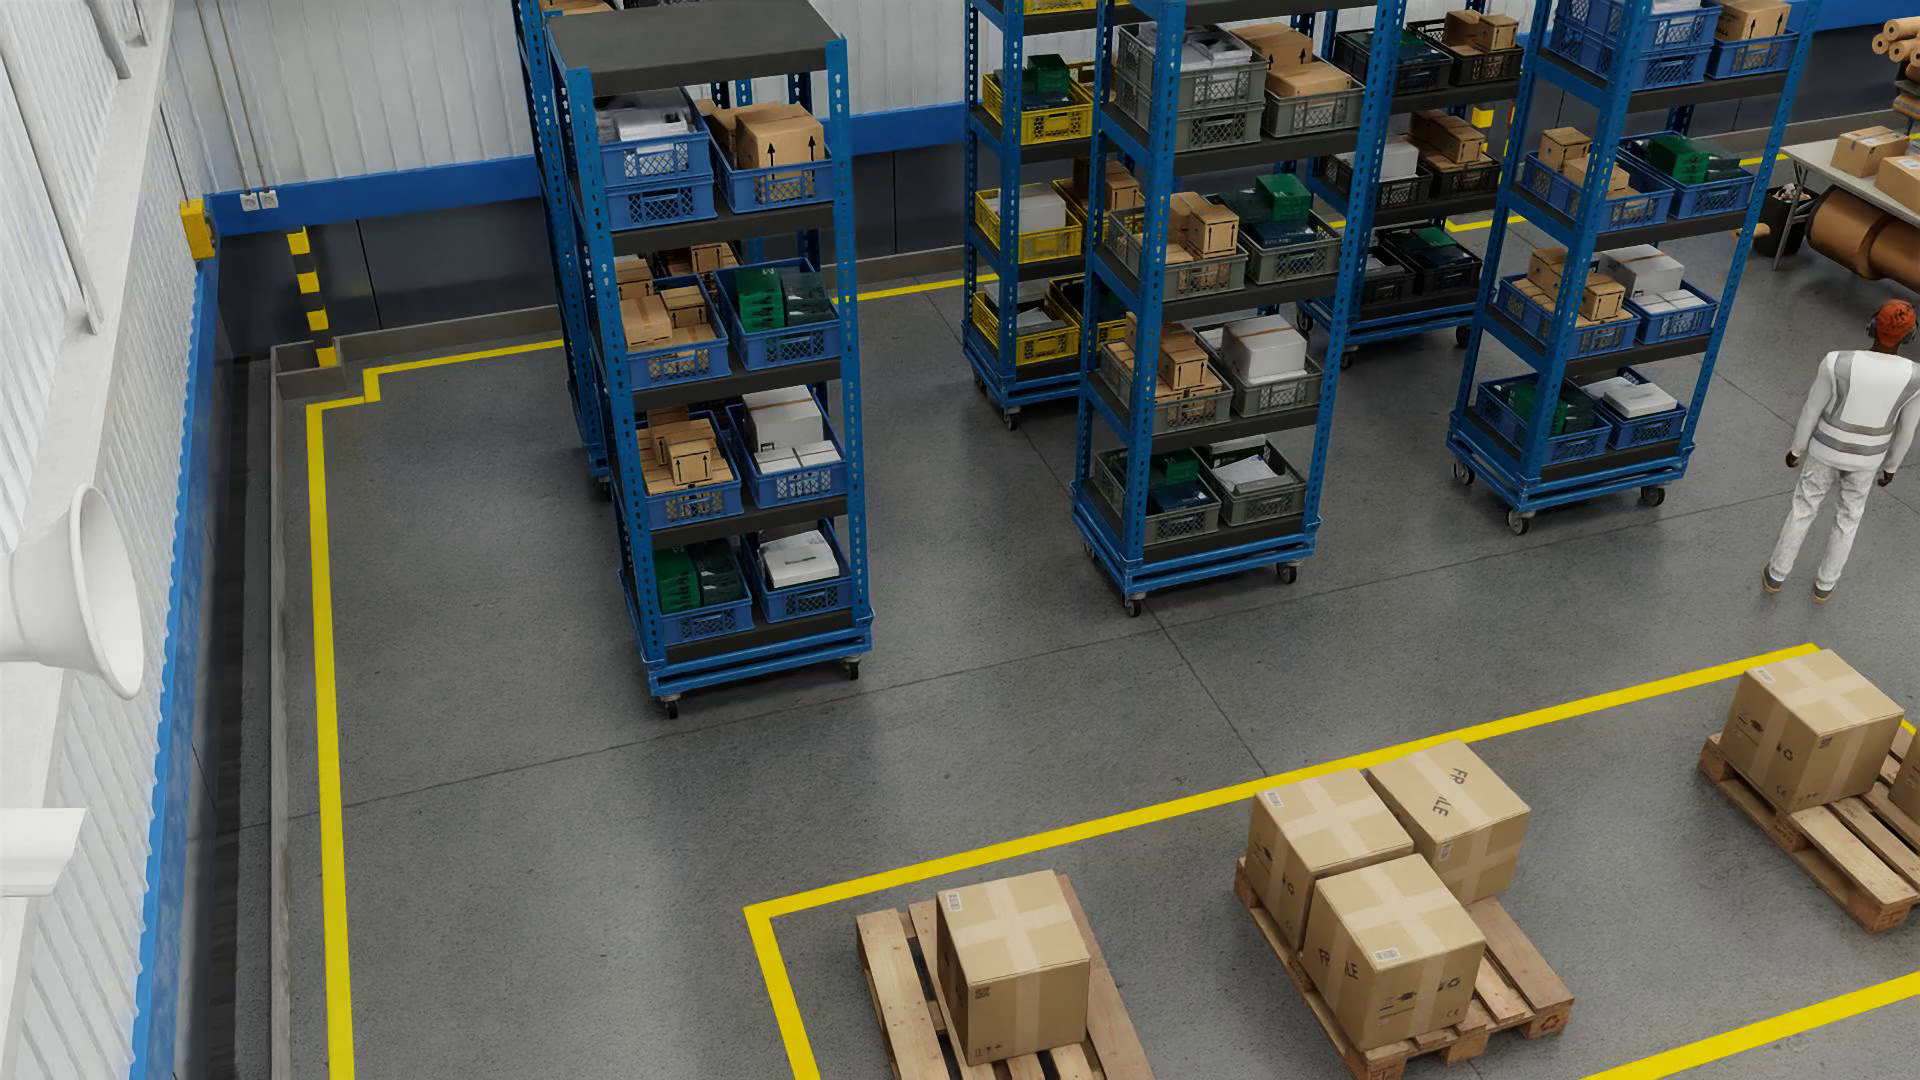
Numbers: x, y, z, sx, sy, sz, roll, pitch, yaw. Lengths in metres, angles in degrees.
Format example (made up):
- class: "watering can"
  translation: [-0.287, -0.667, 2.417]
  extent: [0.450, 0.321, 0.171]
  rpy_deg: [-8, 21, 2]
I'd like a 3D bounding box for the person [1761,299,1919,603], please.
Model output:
- class: "person"
  translation: [4.973, -0.479, 9.337]
  extent: [0.575, 1.882, 0.341]
  rpy_deg: [12, 37, 16]
